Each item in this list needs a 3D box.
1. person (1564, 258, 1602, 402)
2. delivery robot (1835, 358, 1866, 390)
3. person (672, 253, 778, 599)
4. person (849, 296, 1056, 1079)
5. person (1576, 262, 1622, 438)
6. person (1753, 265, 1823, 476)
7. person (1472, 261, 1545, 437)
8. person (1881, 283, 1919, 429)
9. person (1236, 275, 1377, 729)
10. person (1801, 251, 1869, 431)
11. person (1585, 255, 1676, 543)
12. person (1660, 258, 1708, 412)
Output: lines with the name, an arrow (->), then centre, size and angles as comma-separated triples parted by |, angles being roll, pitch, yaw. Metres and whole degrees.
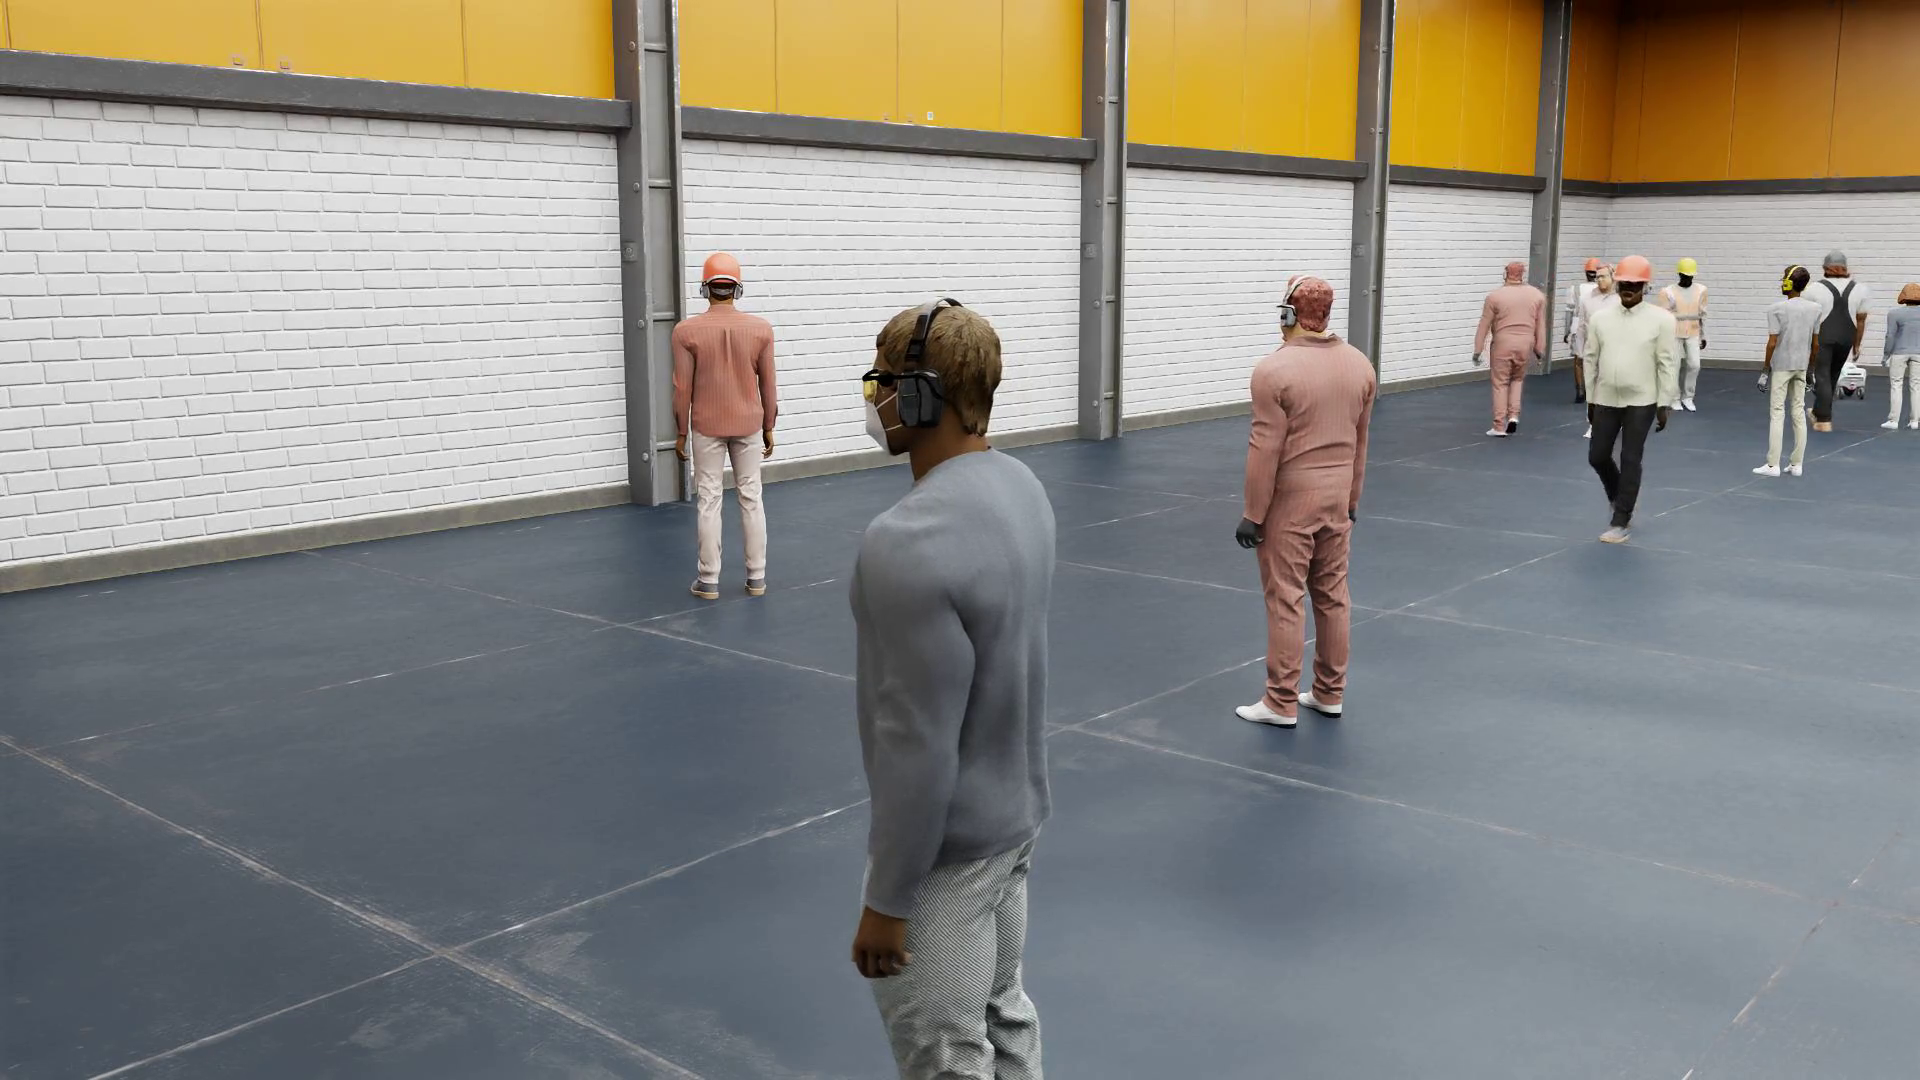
person -> 8.284, -2.768, 21.952 | 0.550, 1.900, 0.962 | 3, 10, 17
delivery robot -> 11.936, -2.240, 22.493 | 0.477, 0.478, 0.707 | 1, 10, 4
person -> -1.359, -0.653, 9.632 | 0.613, 1.994, 0.381 | -4, 11, -21
person -> -0.026, 0.539, 3.005 | 0.365, 1.939, 0.636 | 3, 11, 19
person -> 6.961, -2.040, 17.880 | 0.652, 1.882, 0.694 | 7, 12, 36
person -> 7.359, -1.499, 14.790 | 0.515, 1.877, 0.328 | -1, 10, -6
person -> 5.886, -2.046, 17.870 | 0.760, 1.881, 0.475 | 0, 10, -2
person -> 10.620, -2.060, 18.666 | 0.507, 1.632, 0.268 | 1, 10, 4
person -> 1.435, -0.157, 7.057 | 0.638, 1.910, 0.407 | -6, 12, -31
person -> 9.679, -2.255, 18.619 | 0.698, 2.000, 1.010 | 1, 10, 4
person -> 4.640, -0.979, 11.533 | 0.620, 1.977, 0.588 | 9, 13, 40
person -> 8.963, -2.534, 20.595 | 0.631, 1.896, 0.556 | 1, 10, 3
